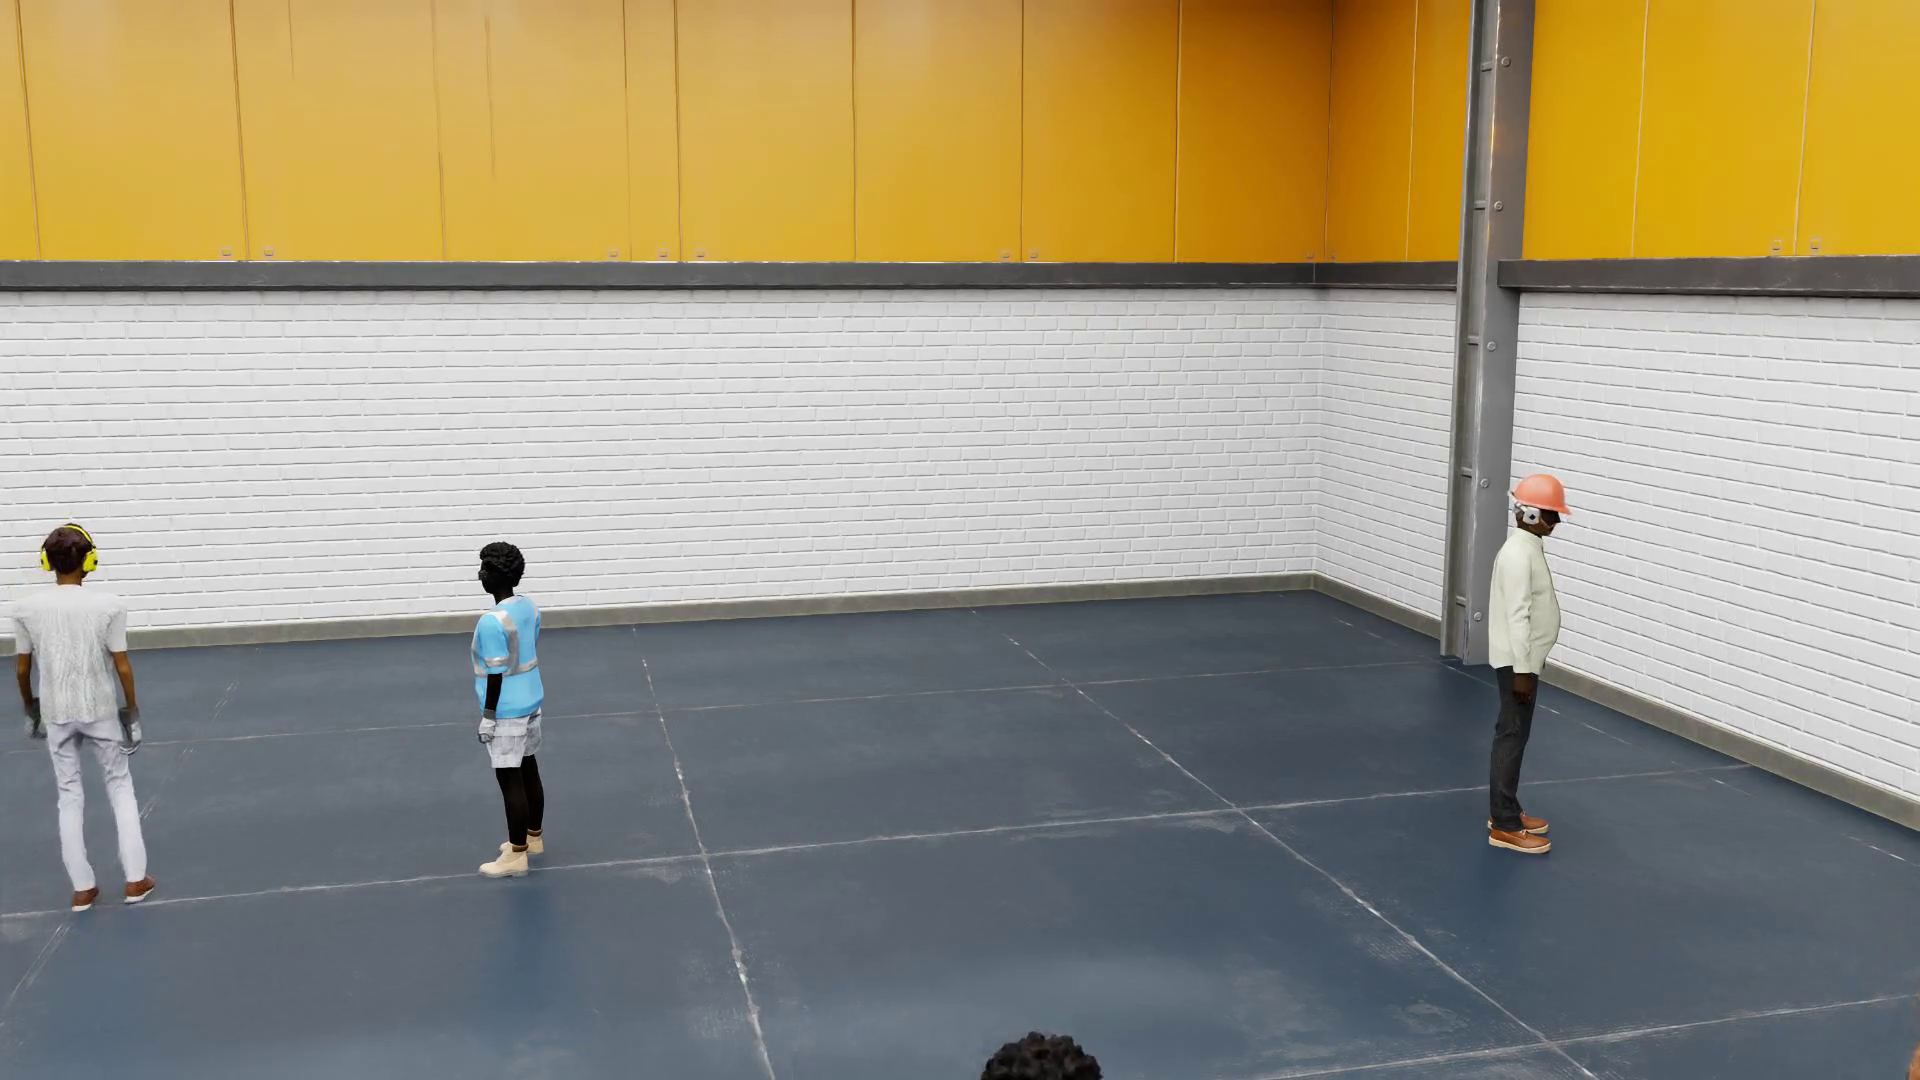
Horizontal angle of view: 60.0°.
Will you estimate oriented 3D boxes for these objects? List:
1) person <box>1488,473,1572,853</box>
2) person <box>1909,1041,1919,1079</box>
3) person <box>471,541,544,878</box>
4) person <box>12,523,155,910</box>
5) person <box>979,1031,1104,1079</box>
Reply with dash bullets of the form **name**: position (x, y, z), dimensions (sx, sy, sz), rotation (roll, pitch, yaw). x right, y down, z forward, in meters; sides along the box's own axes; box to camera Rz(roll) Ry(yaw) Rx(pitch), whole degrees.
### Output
- **person**: position (2.992, 0.636, 8.810), dimensions (0.385, 1.990, 0.608), rotation (3, 10, 19)
- **person**: position (2.058, 1.692, 3.424), dimensions (0.516, 1.597, 0.735), rotation (1, 9, 6)
- **person**: position (-2.282, 0.847, 8.404), dimensions (0.318, 1.698, 0.535), rotation (1, 9, 6)
- **person**: position (-4.183, 0.845, 7.918), dimensions (0.533, 1.865, 0.400), rotation (-3, 9, -17)
- **person**: position (0.149, 1.710, 3.097), dimensions (0.514, 1.676, 0.538), rotation (4, 10, 22)
